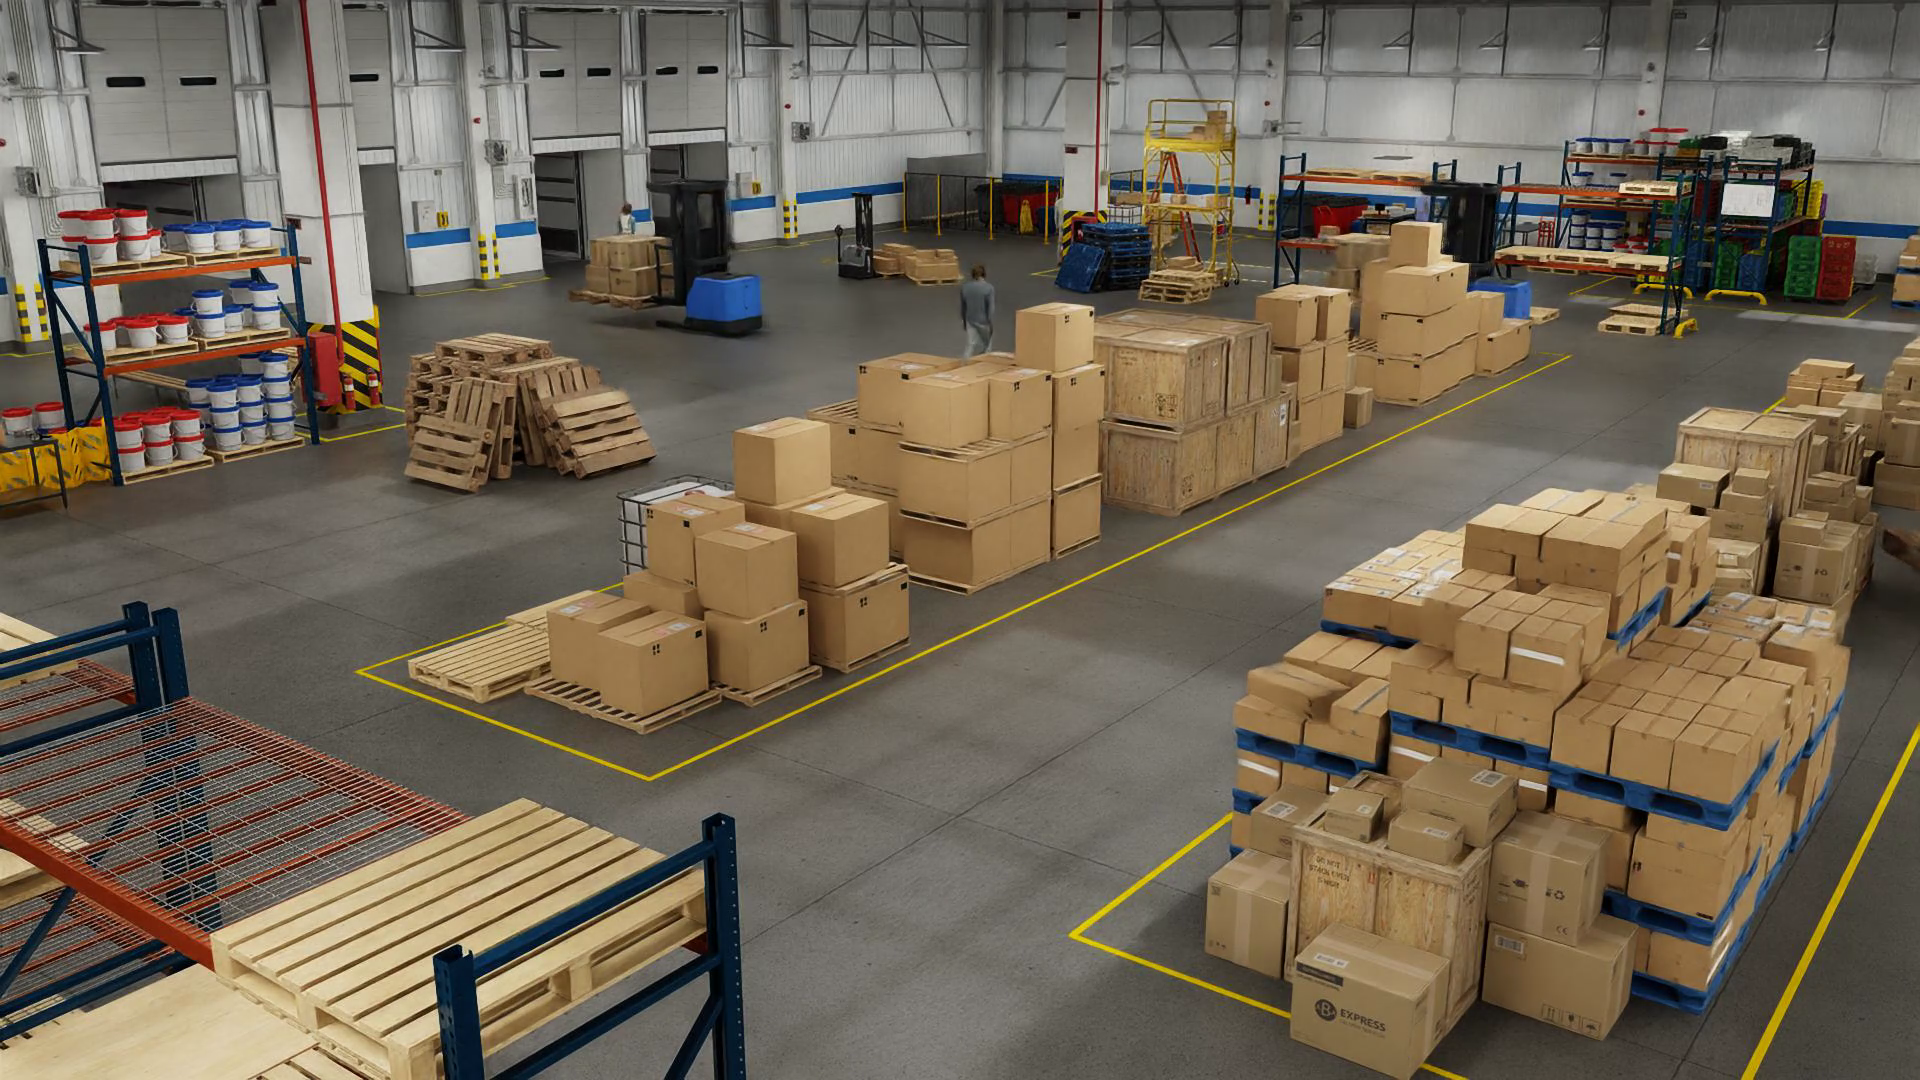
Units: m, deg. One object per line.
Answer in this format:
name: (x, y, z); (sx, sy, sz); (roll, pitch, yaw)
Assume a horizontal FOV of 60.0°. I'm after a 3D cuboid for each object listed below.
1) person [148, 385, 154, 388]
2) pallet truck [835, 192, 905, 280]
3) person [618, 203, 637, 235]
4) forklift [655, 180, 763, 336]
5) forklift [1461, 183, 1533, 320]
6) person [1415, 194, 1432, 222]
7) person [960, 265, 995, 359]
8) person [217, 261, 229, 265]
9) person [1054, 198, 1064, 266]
person: (-12.852, -3.325, 26.762); (0.722, 1.714, 0.509); (-15, 22, -41)
pallet truck: (-1.936, -7.159, 38.982); (1.885, 1.965, 0.823); (-12, 21, -34)
person: (-8.009, -7.250, 39.928); (0.523, 1.627, 0.550); (10, 19, 30)
forklift: (-4.815, -5.419, 31.717); (1.873, 2.768, 1.129); (12, 21, 35)
forklift: (9.676, -5.219, 31.054); (1.873, 2.768, 1.129); (12, 21, 35)
person: (11.784, -8.121, 42.264); (0.353, 1.942, 0.545); (-10, 20, -30)
person: (0.306, -3.570, 27.296); (0.655, 1.880, 1.039); (7, 18, 23)
person: (-12.378, -3.842, 28.190); (0.586, 1.883, 0.340); (15, 22, 40)
person: (2.614, -7.681, 40.812); (0.637, 1.938, 0.355); (12, 21, 35)
